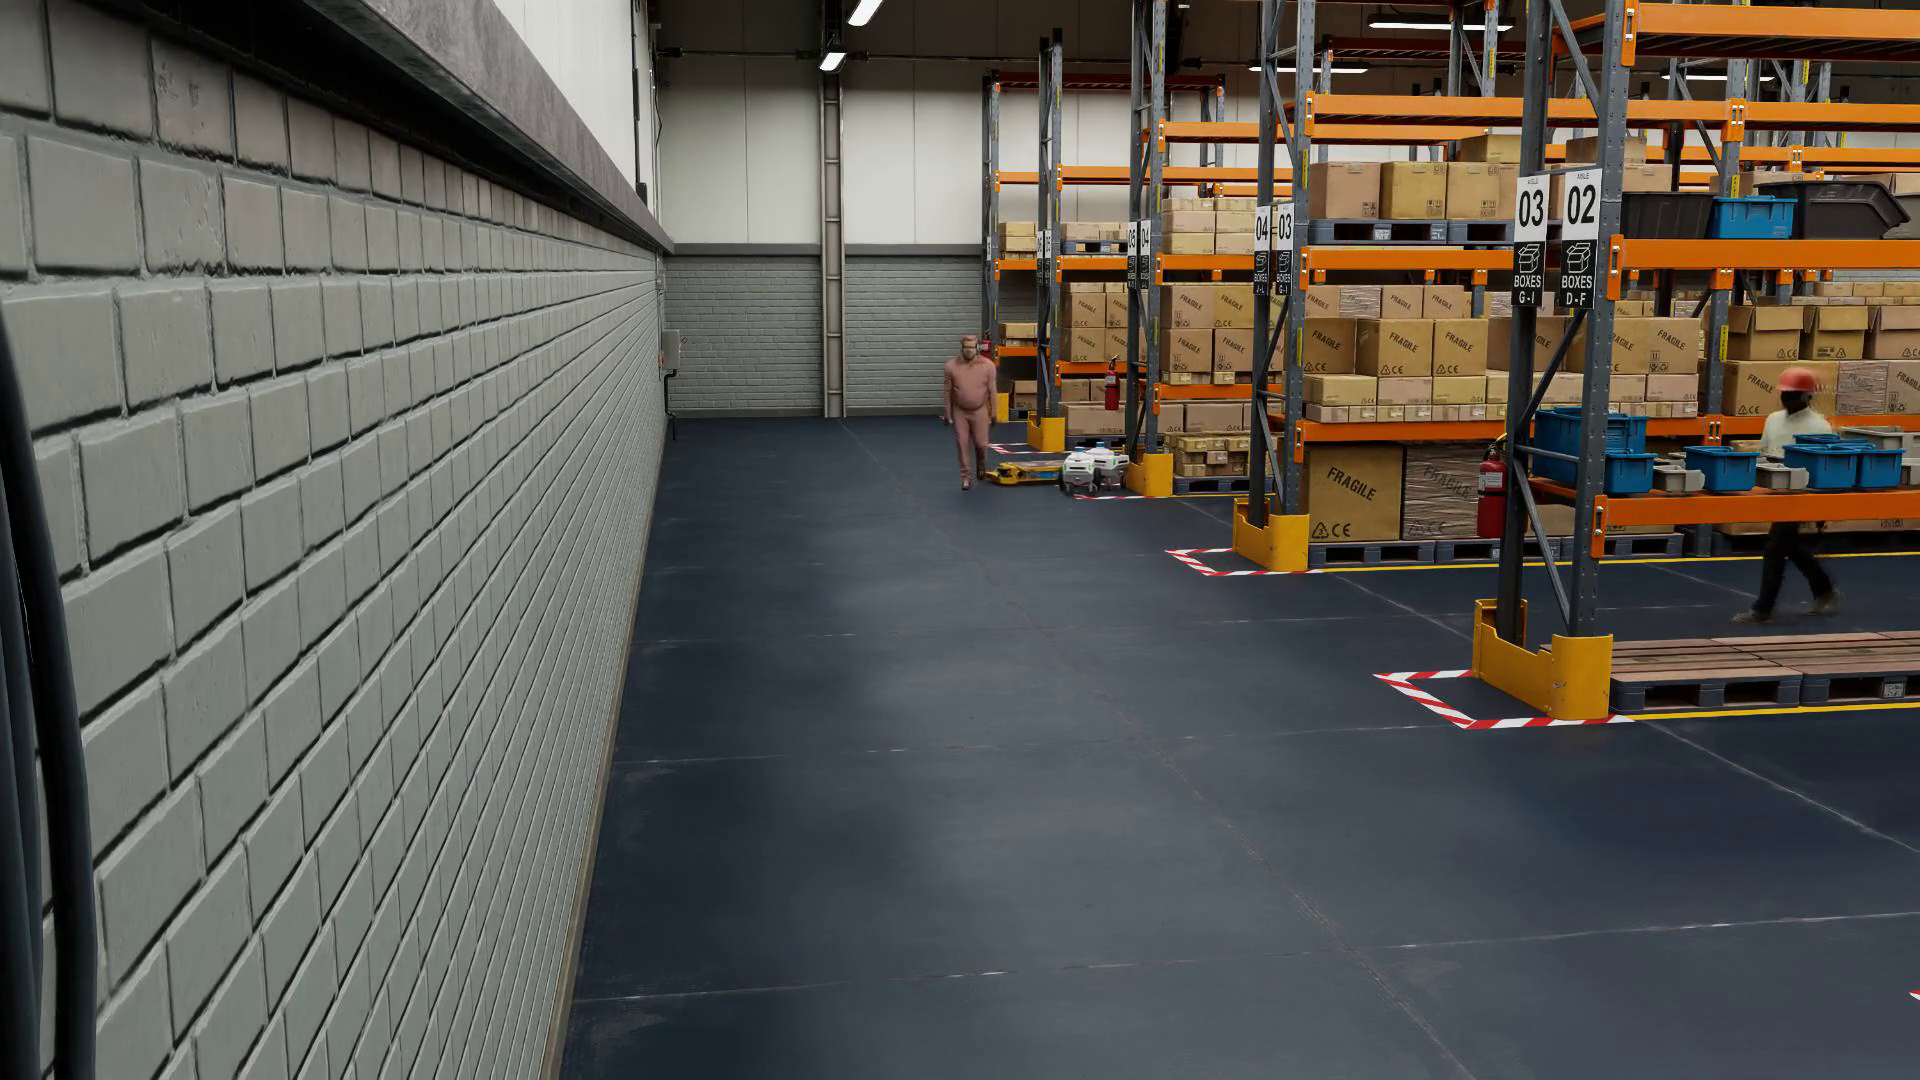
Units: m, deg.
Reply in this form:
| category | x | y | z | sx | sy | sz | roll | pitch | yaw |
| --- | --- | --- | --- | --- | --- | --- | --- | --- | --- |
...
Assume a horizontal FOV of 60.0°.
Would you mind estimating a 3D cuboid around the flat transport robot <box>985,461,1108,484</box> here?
| category | x | y | z | sx | sy | sz | roll | pitch | yaw |
| --- | --- | --- | --- | --- | --- | --- | --- | --- | --- |
| flat transport robot | 1.083 | -0.864 | 20.921 | 1.431 | 0.197 | 0.652 | -3 | 10 | -17 |

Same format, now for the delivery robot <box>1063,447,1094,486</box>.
| category | x | y | z | sx | sy | sz | roll | pitch | yaw |
| --- | --- | --- | --- | --- | --- | --- | --- | --- | --- |
| delivery robot | 1.414 | -0.866 | 19.769 | 0.477 | 0.478 | 0.707 | 1 | 9 | 7 |

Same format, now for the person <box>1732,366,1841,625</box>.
| category | x | y | z | sx | sy | sz | roll | pitch | yaw |
| --- | --- | --- | --- | --- | --- | --- | --- | --- | --- |
| person | 6.326 | -0.343 | 12.549 | 0.971 | 1.958 | 0.614 | -2 | 9 | -11 |

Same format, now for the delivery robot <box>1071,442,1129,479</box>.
| category | x | y | z | sx | sy | sz | roll | pitch | yaw |
| --- | --- | --- | --- | --- | --- | --- | --- | --- | --- |
| delivery robot | 1.707 | -0.952 | 20.299 | 0.707 | 0.478 | 0.477 | 8 | 12 | 41 |

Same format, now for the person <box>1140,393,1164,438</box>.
| category | x | y | z | sx | sy | sz | roll | pitch | yaw |
| --- | --- | --- | --- | --- | --- | --- | --- | --- | --- |
| person | 3.065 | -2.540 | 26.226 | 0.496 | 1.901 | 0.626 | -1 | 9 | -8 |

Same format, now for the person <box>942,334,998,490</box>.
| category | x | y | z | sx | sy | sz | roll | pitch | yaw |
| --- | --- | --- | --- | --- | --- | --- | --- | --- | --- |
| person | 0.121 | -1.550 | 20.167 | 0.675 | 1.883 | 0.508 | 1 | 9 | 3 |
